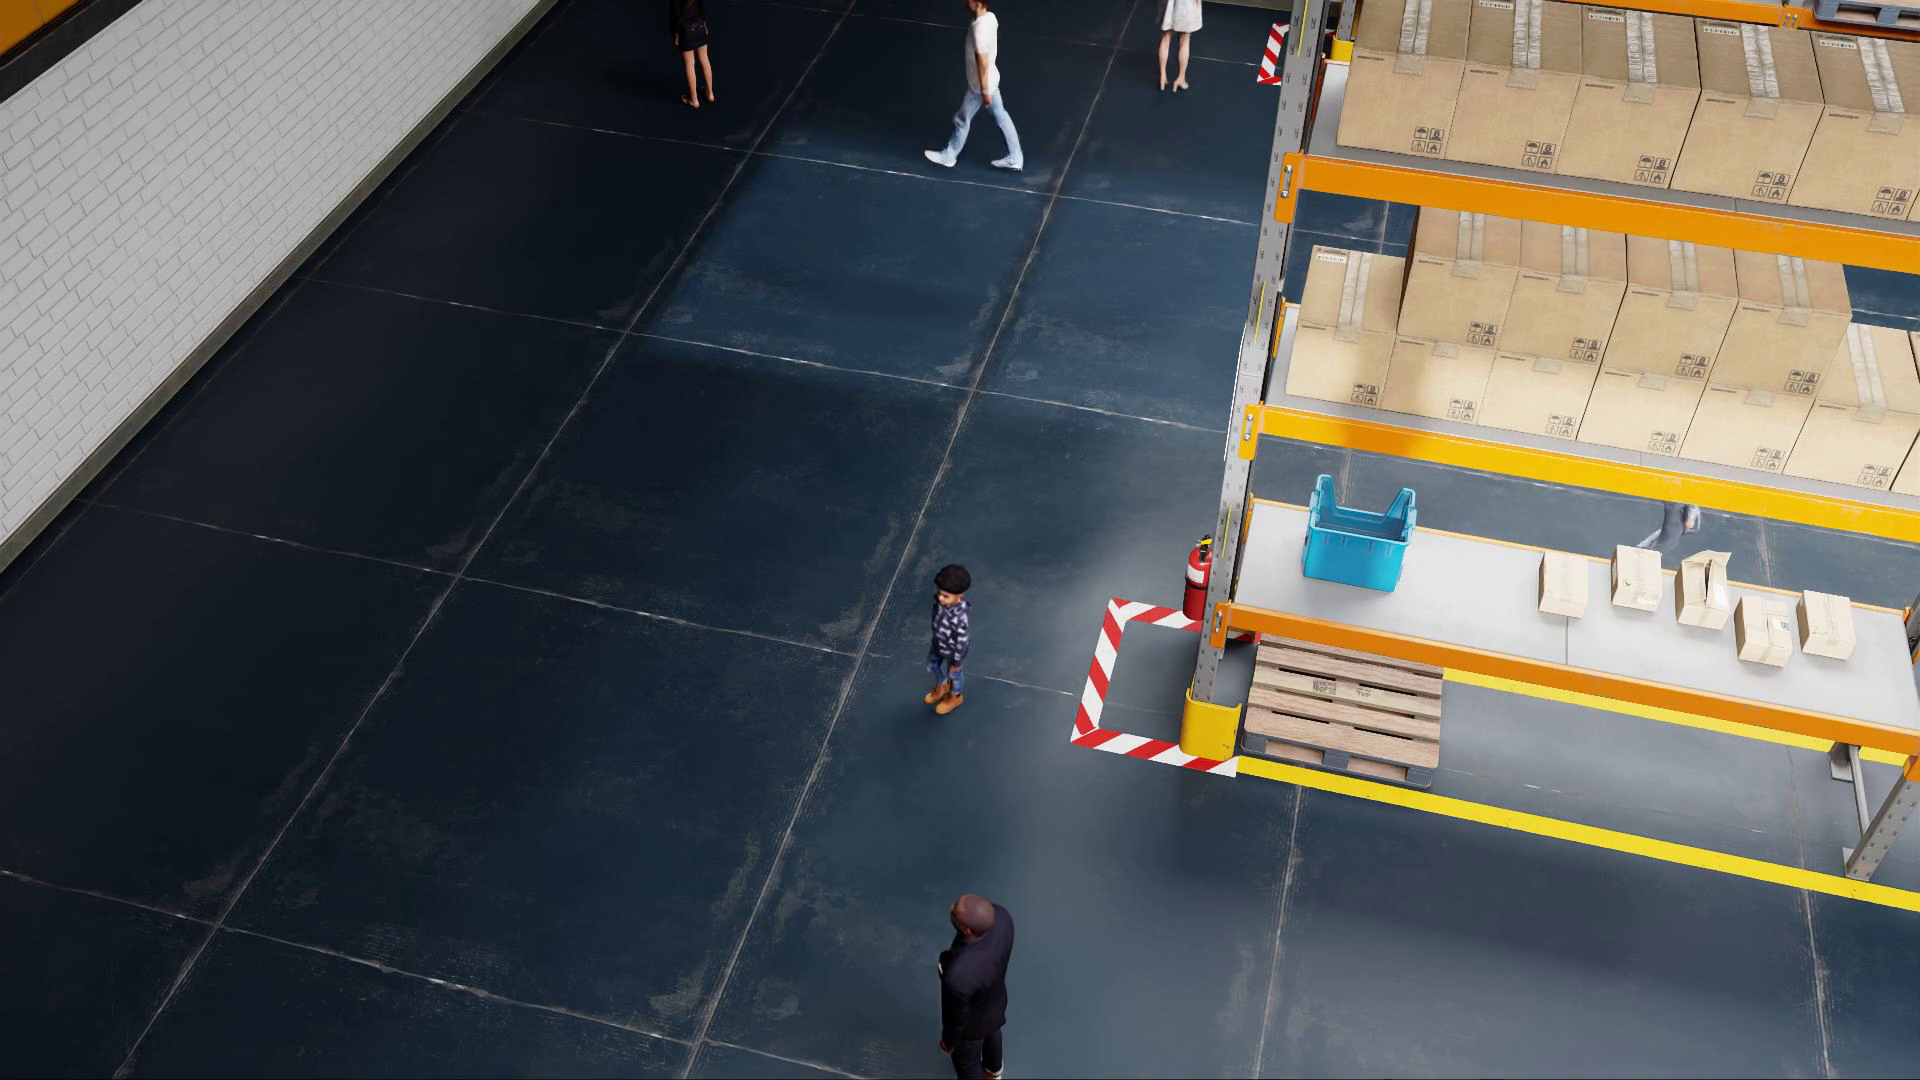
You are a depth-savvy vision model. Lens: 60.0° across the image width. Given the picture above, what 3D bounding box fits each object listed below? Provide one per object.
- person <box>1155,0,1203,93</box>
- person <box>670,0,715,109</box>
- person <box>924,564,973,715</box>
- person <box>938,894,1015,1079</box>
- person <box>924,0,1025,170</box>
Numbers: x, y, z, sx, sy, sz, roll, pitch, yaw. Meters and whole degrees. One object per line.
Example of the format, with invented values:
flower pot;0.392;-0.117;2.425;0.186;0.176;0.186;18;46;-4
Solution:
person;2.149;-5.263;16.331;0.649;1.774;0.771;20;47;20
person;-2.618;-4.981;16.195;0.644;1.552;0.695;-30;51;-27
person;-0.028;0.611;10.547;0.659;1.247;0.590;-26;49;-24
person;0.074;2.335;8.323;0.652;1.819;0.727;17;46;17
person;0.293;-4.159;15.141;1.159;1.817;0.725;13;45;13
